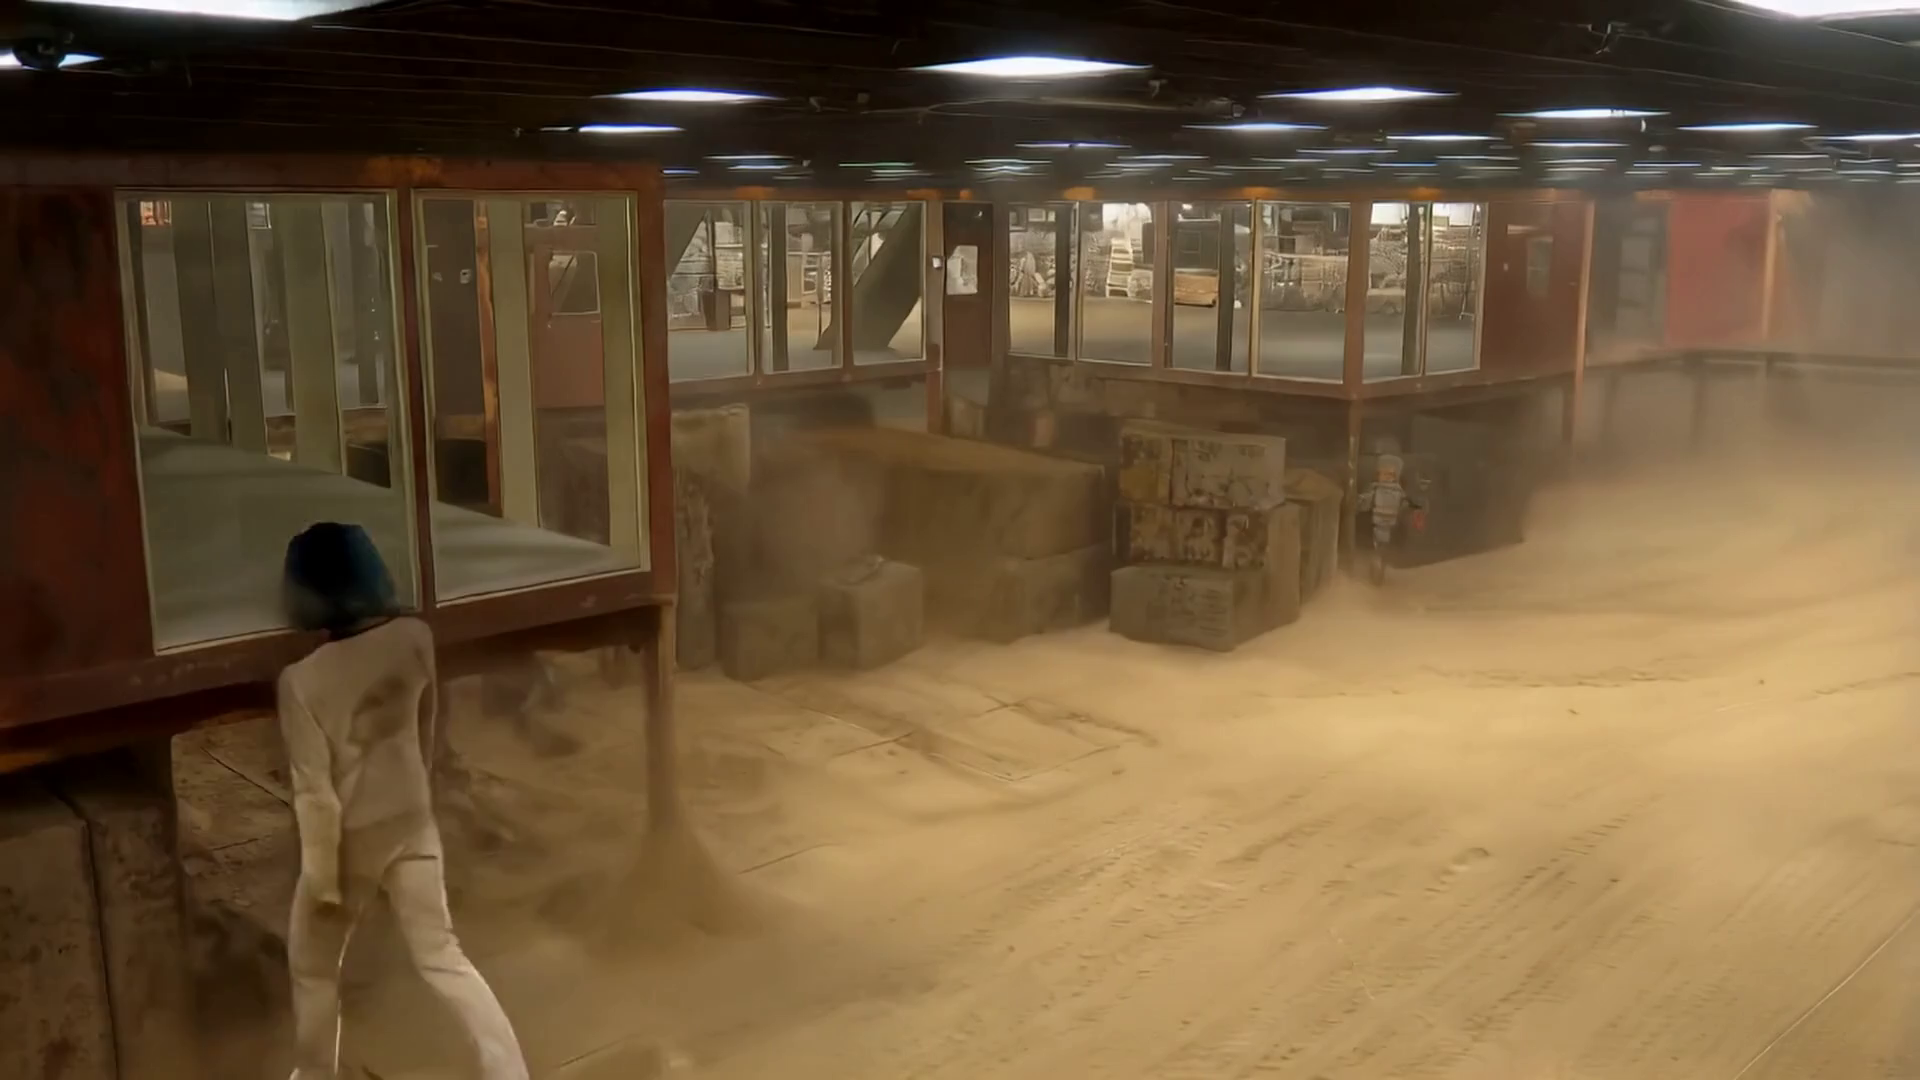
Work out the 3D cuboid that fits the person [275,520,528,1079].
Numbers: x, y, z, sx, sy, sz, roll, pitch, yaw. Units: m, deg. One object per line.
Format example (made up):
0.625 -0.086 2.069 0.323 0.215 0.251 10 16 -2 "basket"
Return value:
-1.398 0.737 4.050 0.817 1.598 0.499 6 13 28 "person"
